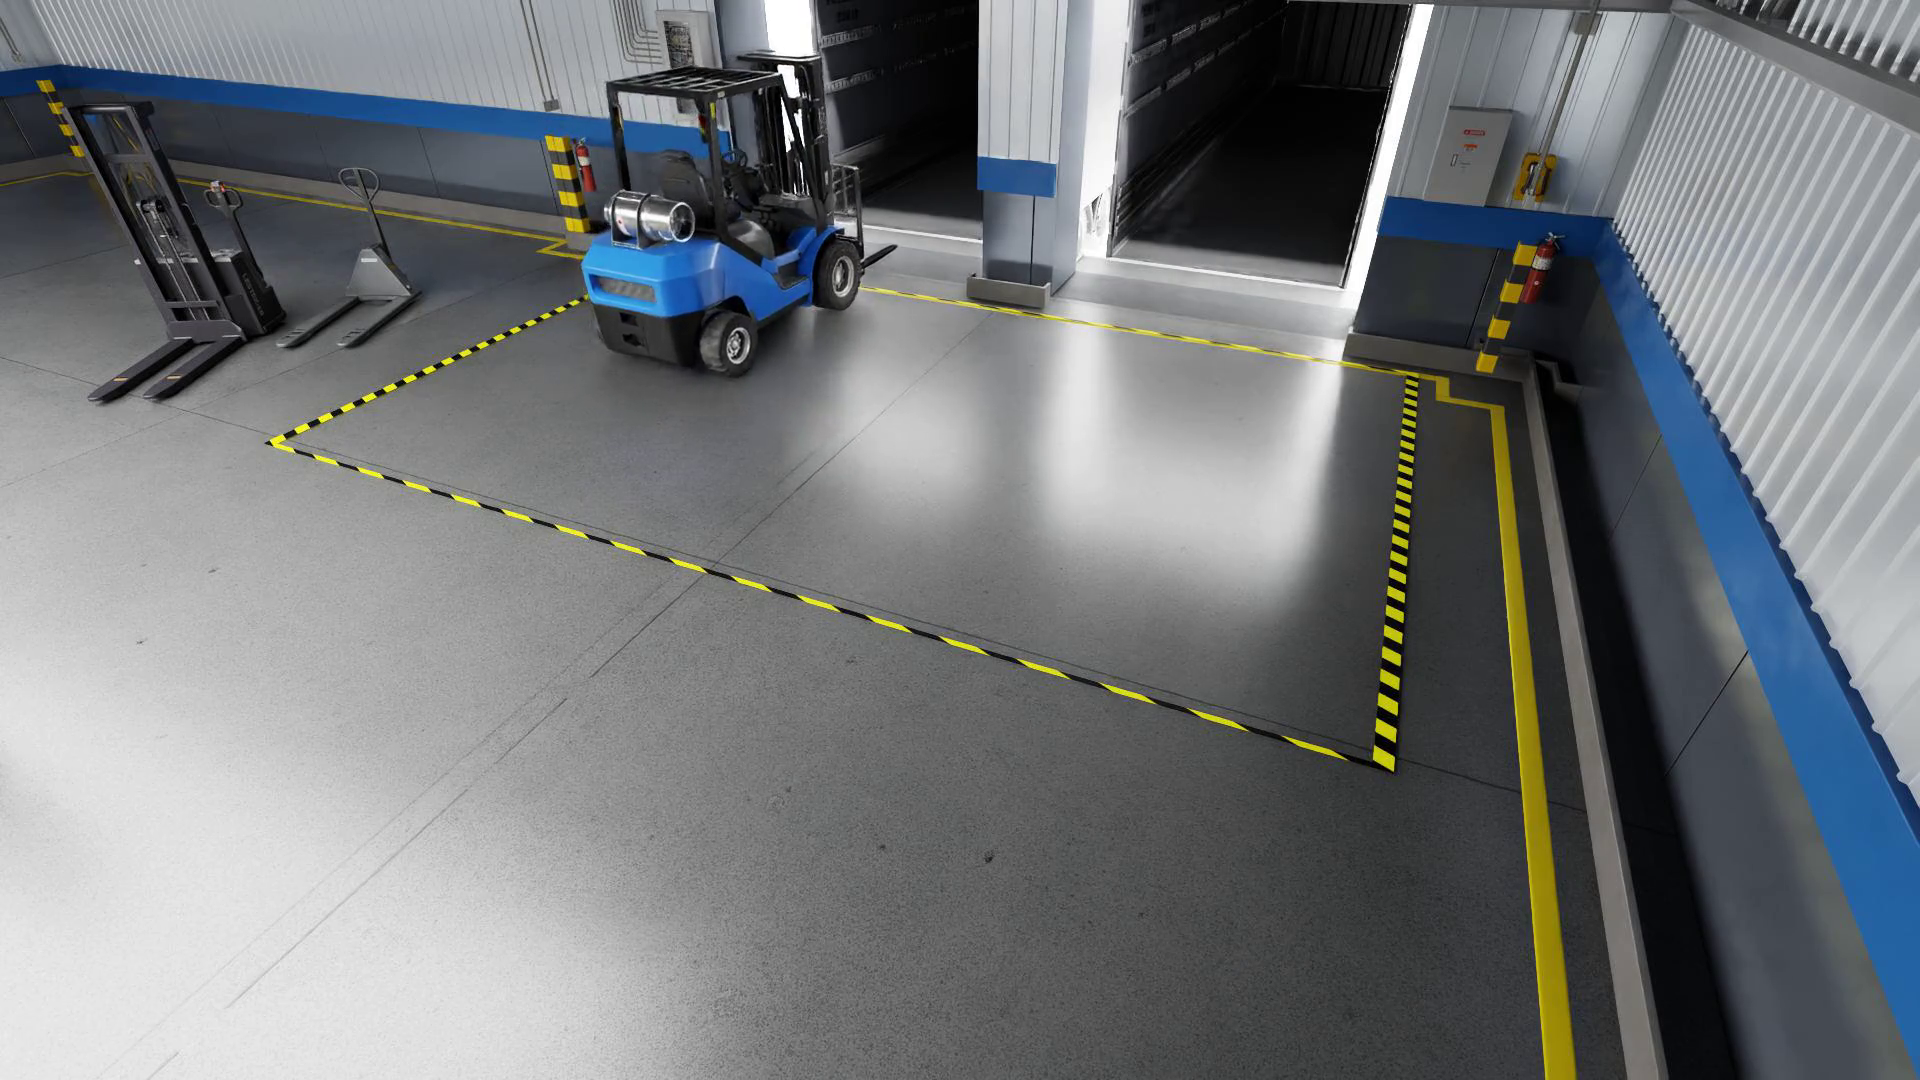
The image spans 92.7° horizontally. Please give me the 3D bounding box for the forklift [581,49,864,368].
[{"bbox_3d":[-2.043,-2.952,7.927,1.157,2.036,2.680,16,38,21],"label":"forklift"}]

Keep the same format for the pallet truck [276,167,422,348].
[{"bbox_3d":[-5.732,-2.611,8.414,0.680,1.201,1.601,-1,35,-1],"label":"pallet truck"}]

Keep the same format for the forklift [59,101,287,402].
[{"bbox_3d":[-6.686,-2.387,7.434,0.823,1.965,1.885,-3,35,-5],"label":"forklift"}]
